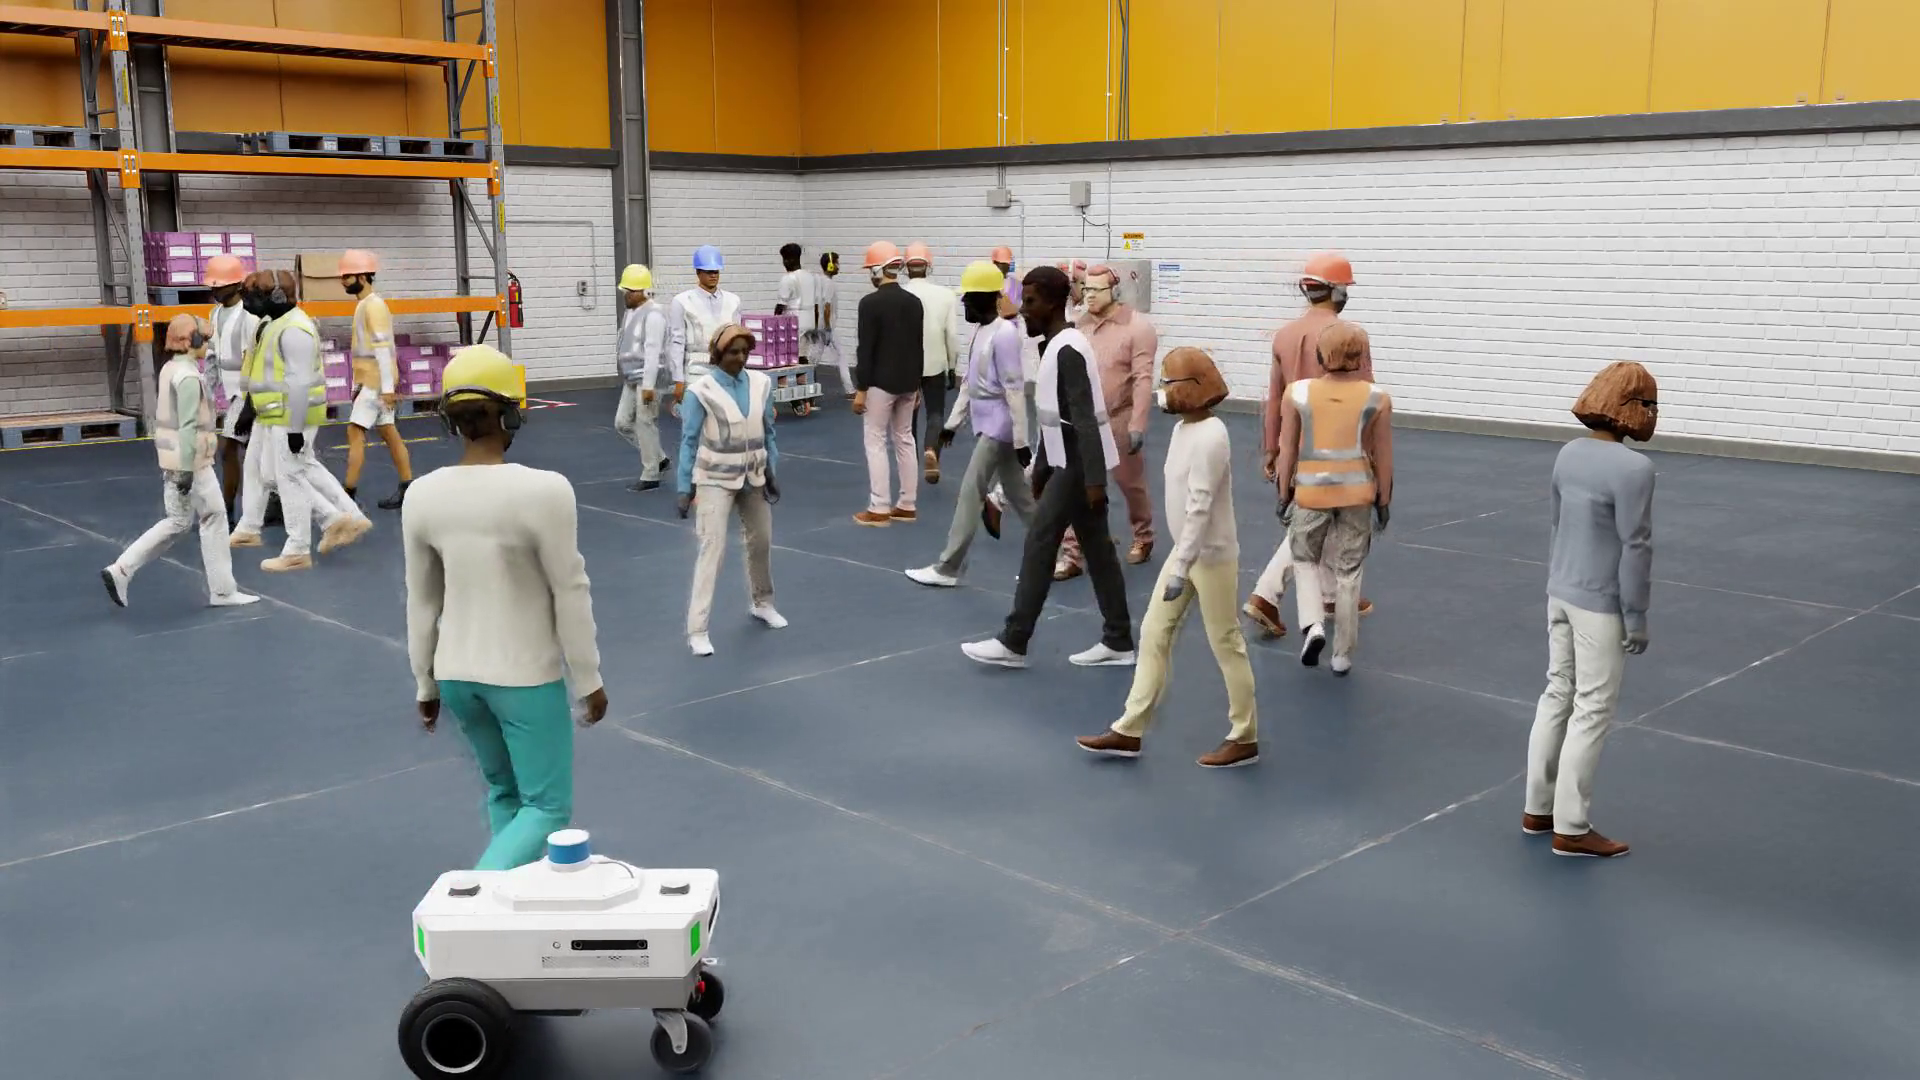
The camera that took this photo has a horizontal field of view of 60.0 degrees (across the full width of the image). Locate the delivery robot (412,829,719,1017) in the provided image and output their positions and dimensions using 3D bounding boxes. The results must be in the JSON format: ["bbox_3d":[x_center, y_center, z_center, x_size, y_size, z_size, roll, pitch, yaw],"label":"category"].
[{"bbox_3d":[-0.957,0.960,4.109,0.707,0.478,0.477,0,10,-1],"label":"delivery robot"}]

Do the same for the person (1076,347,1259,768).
[{"bbox_3d":[0.802,0.086,6.251,0.770,1.599,0.517,-2,11,-11],"label":"person"}]

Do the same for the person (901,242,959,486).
[{"bbox_3d":[-0.319,-1.379,13.245,0.622,1.973,0.661,0,10,-2],"label":"person"}]

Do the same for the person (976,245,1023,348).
[{"bbox_3d":[0.425,-2.287,18.362,0.546,1.923,0.602,-5,12,-27],"label":"person"}]

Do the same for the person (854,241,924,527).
[{"bbox_3d":[-0.502,-1.083,11.627,0.427,1.986,0.626,8,13,38],"label":"person"}]

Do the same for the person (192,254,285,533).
[{"bbox_3d":[-4.955,-0.975,11.259,0.614,1.892,0.832,9,14,42],"label":"person"}]

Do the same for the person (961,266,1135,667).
[{"bbox_3d":[0.406,-0.321,7.737,0.915,1.871,0.627,0,10,2],"label":"person"}]

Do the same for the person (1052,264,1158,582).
[{"bbox_3d":[0.901,-0.721,9.984,0.637,1.863,0.983,6,12,31],"label":"person"}]

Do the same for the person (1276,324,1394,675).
[{"bbox_3d":[1.714,-0.173,7.613,0.536,1.622,0.413,2,11,10],"label":"person"}]

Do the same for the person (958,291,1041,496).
[{"bbox_3d":[0.369,-1.095,12.699,0.714,1.608,0.504,0,10,1],"label":"person"}]

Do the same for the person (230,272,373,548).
[{"bbox_3d":[-4.349,-0.833,10.775,0.946,1.806,0.613,-4,11,-22],"label":"person"}]

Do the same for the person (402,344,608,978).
[{"bbox_3d":[-1.242,0.363,4.360,0.532,1.741,0.667,4,11,23],"label":"person"}]

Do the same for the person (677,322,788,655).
[{"bbox_3d":[-1.145,-0.276,8.263,0.700,1.601,0.461,-10,14,-44],"label":"person"}]

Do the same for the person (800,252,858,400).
[{"bbox_3d":[-1.632,-2.593,20.299,0.967,1.827,0.538,-5,11,-23],"label":"person"}]

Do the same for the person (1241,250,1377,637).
[{"bbox_3d":[1.792,-0.495,8.500,0.994,1.959,0.604,-6,12,-30],"label":"person"}]

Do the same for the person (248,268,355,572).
[{"bbox_3d":[-4.024,-0.725,10.063,0.488,1.830,0.634,-6,12,-29],"label":"person"}]

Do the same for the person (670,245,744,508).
[{"bbox_3d":[-1.870,-1.215,12.420,0.614,1.945,0.402,-8,13,-37],"label":"person"}]

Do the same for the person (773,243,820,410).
[{"bbox_3d":[-1.992,-2.481,19.409,0.851,1.922,0.602,5,12,27],"label":"person"}]

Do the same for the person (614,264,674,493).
[{"bbox_3d":[-2.498,-1.261,13.074,0.415,1.802,0.598,-6,12,-31],"label":"person"}]

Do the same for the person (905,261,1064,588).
[{"bbox_3d":[0.186,-0.657,9.585,0.980,1.880,0.599,-1,10,-8],"label":"person"}]

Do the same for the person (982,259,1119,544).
[{"bbox_3d":[0.582,-0.880,10.816,0.849,1.879,0.641,-1,10,-5],"label":"person"}]

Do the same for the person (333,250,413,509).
[{"bbox_3d":[-4.408,-1.142,12.126,0.877,1.904,0.580,-5,11,-25],"label":"person"}]

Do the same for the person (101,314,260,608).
[{"bbox_3d":[-4.211,-0.401,8.895,0.695,1.610,0.521,-8,13,-38],"label":"person"}]

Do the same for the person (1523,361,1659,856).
[{"bbox_3d":[2.088,0.225,5.474,0.308,1.624,0.495,-2,11,-9],"label":"person"}]
